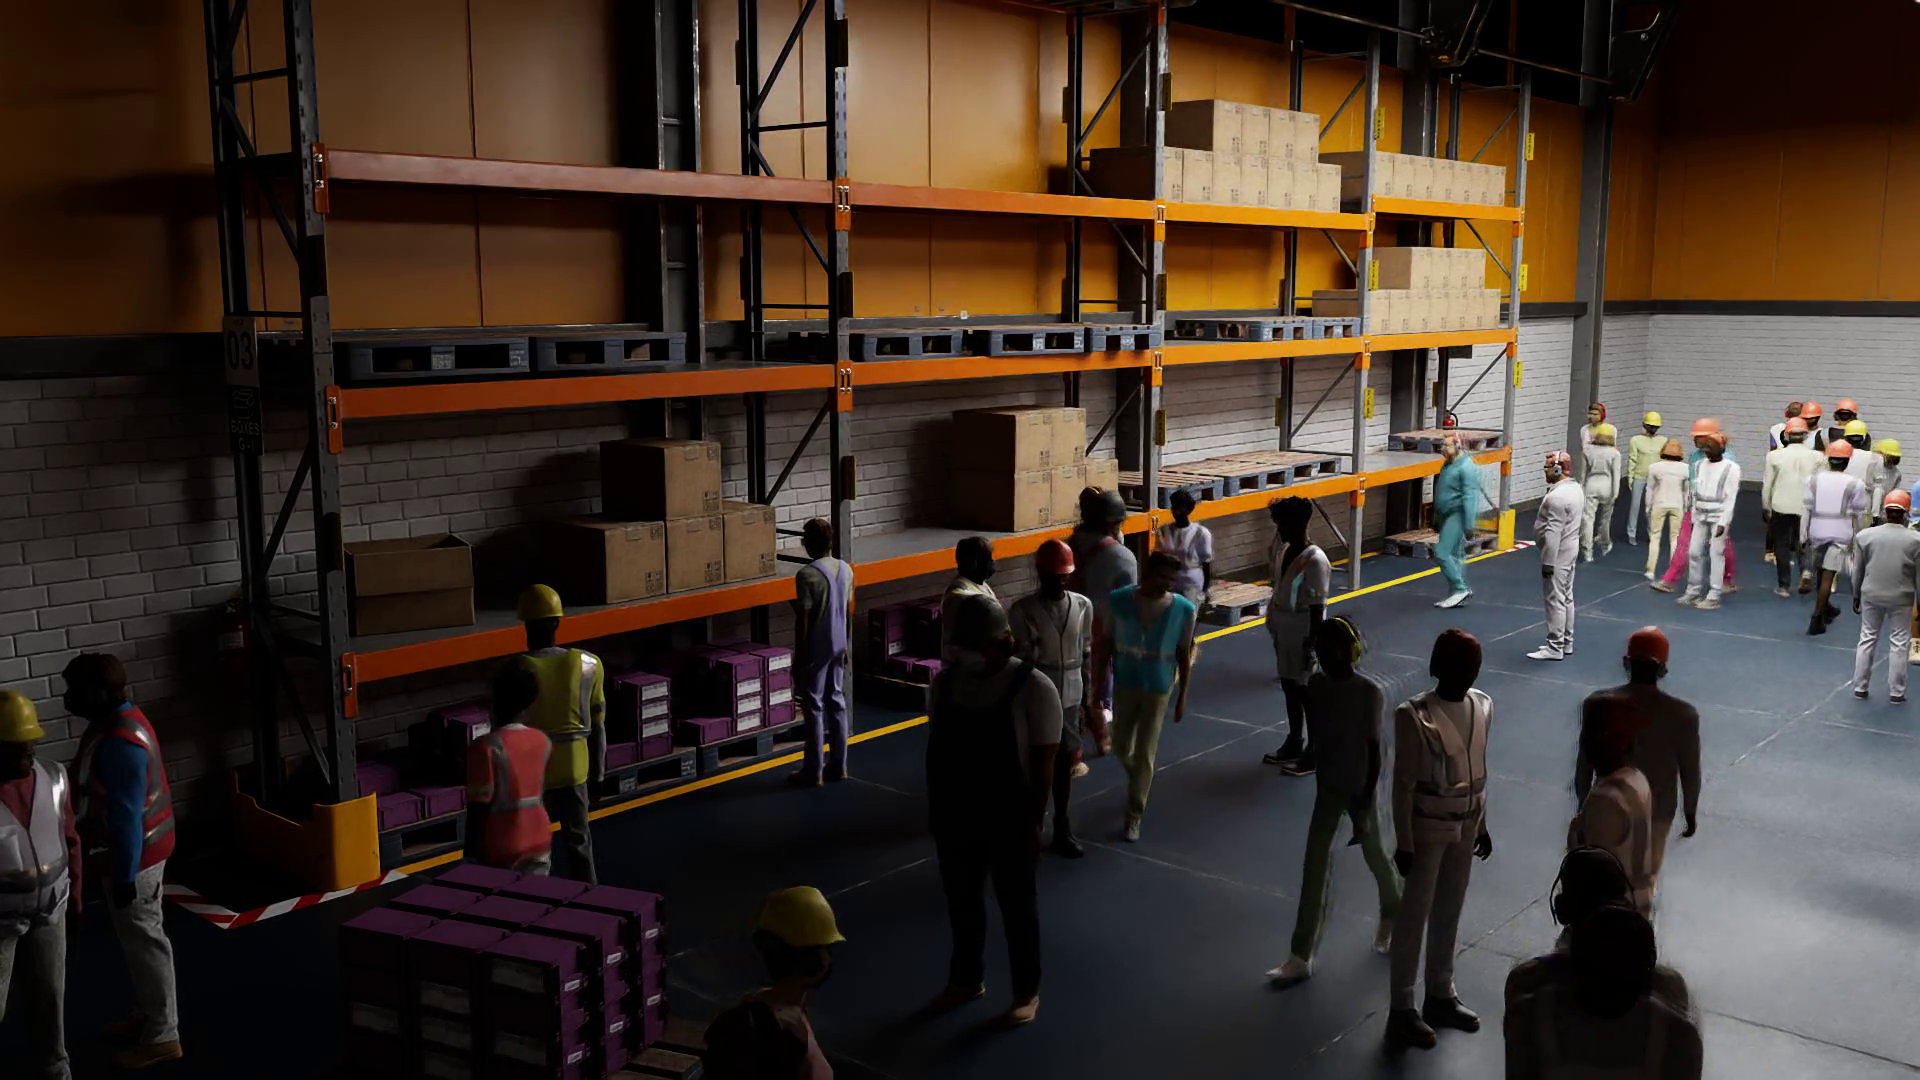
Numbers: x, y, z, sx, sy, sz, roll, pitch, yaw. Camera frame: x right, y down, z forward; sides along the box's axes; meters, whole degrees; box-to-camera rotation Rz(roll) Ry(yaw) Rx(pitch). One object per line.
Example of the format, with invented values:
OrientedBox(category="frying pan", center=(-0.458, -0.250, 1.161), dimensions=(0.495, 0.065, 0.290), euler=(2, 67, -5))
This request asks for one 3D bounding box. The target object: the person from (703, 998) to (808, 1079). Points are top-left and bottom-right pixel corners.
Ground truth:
OrientedBox(category="person", center=(-0.412, 1.926, 3.832), dimensions=(0.349, 1.838, 0.501), euler=(-4, 10, -25))

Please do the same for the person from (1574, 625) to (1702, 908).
OrientedBox(category="person", center=(3.378, 1.281, 8.279), dimensions=(0.577, 1.735, 0.371), euler=(6, 11, 35))

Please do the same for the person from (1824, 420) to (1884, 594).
OrientedBox(category="person", center=(9.759, -0.351, 18.232), dimensions=(0.586, 1.921, 0.396), euler=(4, 10, 27))

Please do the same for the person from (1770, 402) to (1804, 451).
OrientedBox(category="person", center=(11.017, -0.908, 22.052), dimensions=(0.563, 1.847, 0.388), euler=(5, 10, 30))

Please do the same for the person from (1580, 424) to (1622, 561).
OrientedBox(category="person", center=(7.901, -0.592, 20.532), dimensions=(0.502, 1.683, 0.938), euler=(5, 10, 31))

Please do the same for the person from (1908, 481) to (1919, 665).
OrientedBox(category="person", center=(8.781, 0.117, 14.817), dimensions=(0.616, 2.041, 0.378), euler=(2, 9, 13))

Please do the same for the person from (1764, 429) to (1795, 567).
OrientedBox(category="person", center=(9.951, -0.528, 20.100), dimensions=(0.320, 1.693, 0.534), euler=(1, 9, 6))

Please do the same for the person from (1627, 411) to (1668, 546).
OrientedBox(category="person", center=(8.931, -0.793, 21.594), dimensions=(0.526, 1.762, 0.340), euler=(1, 9, 3))

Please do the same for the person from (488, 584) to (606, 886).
OrientedBox(category="person", center=(-2.082, 1.175, 8.402), dimensions=(0.591, 1.919, 0.398), euler=(-5, 10, -31))

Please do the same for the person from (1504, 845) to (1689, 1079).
OrientedBox(category="person", center=(1.787, 1.777, 4.770), dimensions=(0.504, 1.839, 0.344), euler=(1, 9, 5))

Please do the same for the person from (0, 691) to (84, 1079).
OrientedBox(category="person", center=(-3.785, 1.495, 6.652), dimensions=(0.404, 1.824, 0.591), euler=(5, 10, 29))

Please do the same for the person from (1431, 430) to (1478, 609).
OrientedBox(category="person", center=(5.118, -0.205, 17.383), dimensions=(0.444, 1.884, 0.674), euler=(0, 9, -2))

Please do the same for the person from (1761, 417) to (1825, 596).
OrientedBox(category="person", center=(9.055, -0.351, 18.082), dimensions=(0.617, 1.970, 0.523), euler=(2, 9, 11))

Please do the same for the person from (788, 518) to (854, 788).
OrientedBox(category="person", center=(-0.939, 0.762, 11.336), dimensions=(0.355, 1.834, 0.524), euler=(7, 11, 39))

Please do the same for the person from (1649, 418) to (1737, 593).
OrientedBox(category="person", center=(8.144, -0.361, 18.249), dimensions=(1.023, 1.943, 0.616), euler=(-3, 9, -18))

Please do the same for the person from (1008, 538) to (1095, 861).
OrientedBox(category="person", center=(0.551, 0.942, 9.838), dimensions=(0.552, 1.935, 0.374), euler=(-3, 9, -21))

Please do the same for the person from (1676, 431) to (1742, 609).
OrientedBox(category="person", center=(7.881, -0.205, 17.453), dimensions=(0.414, 1.877, 0.600), euler=(-4, 10, -24))

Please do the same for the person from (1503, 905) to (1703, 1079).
OrientedBox(category="person", center=(1.713, 1.844, 4.492), dimensions=(0.508, 1.782, 0.928), euler=(2, 9, 15))

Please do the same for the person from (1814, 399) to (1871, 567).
OrientedBox(category="person", center=(10.593, -0.687, 20.047), dimensions=(0.613, 2.033, 0.411), euler=(5, 10, 30))

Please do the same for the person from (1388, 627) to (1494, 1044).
OrientedBox(category="person", center=(2.190, 1.322, 7.557), dimensions=(0.581, 1.882, 0.339), euler=(-5, 10, -31))

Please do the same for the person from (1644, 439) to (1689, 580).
OrientedBox(category="person", center=(8.158, -0.351, 19.179), dimensions=(0.499, 1.626, 0.291), euler=(2, 9, 14))

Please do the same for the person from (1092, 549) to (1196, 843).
OrientedBox(category="person", center=(1.148, 0.922, 10.382), dimensions=(0.627, 1.801, 0.705), euler=(2, 9, 14))

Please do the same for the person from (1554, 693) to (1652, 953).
OrientedBox(category="person", center=(2.495, 1.513, 6.473), dimensions=(0.782, 1.846, 0.616), euler=(3, 9, 18))

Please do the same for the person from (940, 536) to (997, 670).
OrientedBox(category="person", center=(0.099, 0.887, 10.491), dimensions=(0.429, 1.846, 0.627), euler=(2, 9, 10))

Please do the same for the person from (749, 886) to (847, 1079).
OrientedBox(category="person", center=(-0.428, 1.837, 4.675), dimensions=(0.667, 1.732, 0.551), euler=(-3, 9, -19))

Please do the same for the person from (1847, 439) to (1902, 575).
OrientedBox(category="person", center=(10.243, -0.310, 18.675), dimensions=(0.494, 1.711, 0.643), euler=(-2, 9, -11))

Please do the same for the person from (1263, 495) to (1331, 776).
OrientedBox(category="person", center=(2.353, 0.659, 11.606), dimensions=(0.379, 1.957, 0.608), euler=(-2, 9, -15))

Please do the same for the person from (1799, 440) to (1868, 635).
OrientedBox(category="person", center=(8.600, -0.042, 16.343), dimensions=(1.005, 1.879, 0.563), euler=(-8, 12, -43))

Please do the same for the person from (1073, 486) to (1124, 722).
OrientedBox(category="person", center=(1.038, 0.505, 12.896), dimensions=(0.520, 1.865, 0.333), euler=(8, 12, 42))

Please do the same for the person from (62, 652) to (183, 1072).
OrientedBox(category="person", center=(-3.679, 1.391, 7.301), dimensions=(0.432, 1.836, 0.631), euler=(-5, 10, -29))

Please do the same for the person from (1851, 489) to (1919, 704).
OrientedBox(category="person", center=(7.588, 0.457, 13.582), dimensions=(0.566, 1.744, 0.350), euler=(8, 12, 41))

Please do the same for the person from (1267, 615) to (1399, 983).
OrientedBox(category="person", center=(1.945, 1.253, 8.281), dimensions=(1.024, 1.810, 0.537), euler=(-8, 12, -42))

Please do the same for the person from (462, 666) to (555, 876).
OrientedBox(category="person", center=(-2.106, 1.422, 7.667), dimensions=(0.523, 1.654, 0.597), euler=(6, 11, 35))

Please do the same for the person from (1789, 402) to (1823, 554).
OrientedBox(category="person", center=(10.708, -0.785, 21.013), dimensions=(0.386, 1.929, 0.543), euler=(-3, 9, -21))

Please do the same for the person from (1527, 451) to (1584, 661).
OrientedBox(category="person", center=(5.419, 0.140, 15.142), dimensions=(0.401, 1.899, 0.646), euler=(6, 11, 33))

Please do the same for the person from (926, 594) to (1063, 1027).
OrientedBox(category="person", center=(0.104, 1.228, 7.655), dimensions=(0.690, 2.000, 0.535), euler=(5, 10, 28))

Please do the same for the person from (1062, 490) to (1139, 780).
OrientedBox(category="person", center=(0.976, 0.610, 11.642), dimensions=(0.694, 2.000, 1.018), euler=(9, 12, 44))

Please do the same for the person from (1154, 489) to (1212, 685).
OrientedBox(category="person", center=(1.941, 0.372, 14.401), dimensions=(0.538, 1.666, 0.840), euler=(6, 11, 34))

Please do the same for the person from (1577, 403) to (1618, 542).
OrientedBox(category="person", center=(8.428, -0.894, 22.004), dimensions=(0.388, 1.838, 0.562), euler=(-4, 10, -26))
